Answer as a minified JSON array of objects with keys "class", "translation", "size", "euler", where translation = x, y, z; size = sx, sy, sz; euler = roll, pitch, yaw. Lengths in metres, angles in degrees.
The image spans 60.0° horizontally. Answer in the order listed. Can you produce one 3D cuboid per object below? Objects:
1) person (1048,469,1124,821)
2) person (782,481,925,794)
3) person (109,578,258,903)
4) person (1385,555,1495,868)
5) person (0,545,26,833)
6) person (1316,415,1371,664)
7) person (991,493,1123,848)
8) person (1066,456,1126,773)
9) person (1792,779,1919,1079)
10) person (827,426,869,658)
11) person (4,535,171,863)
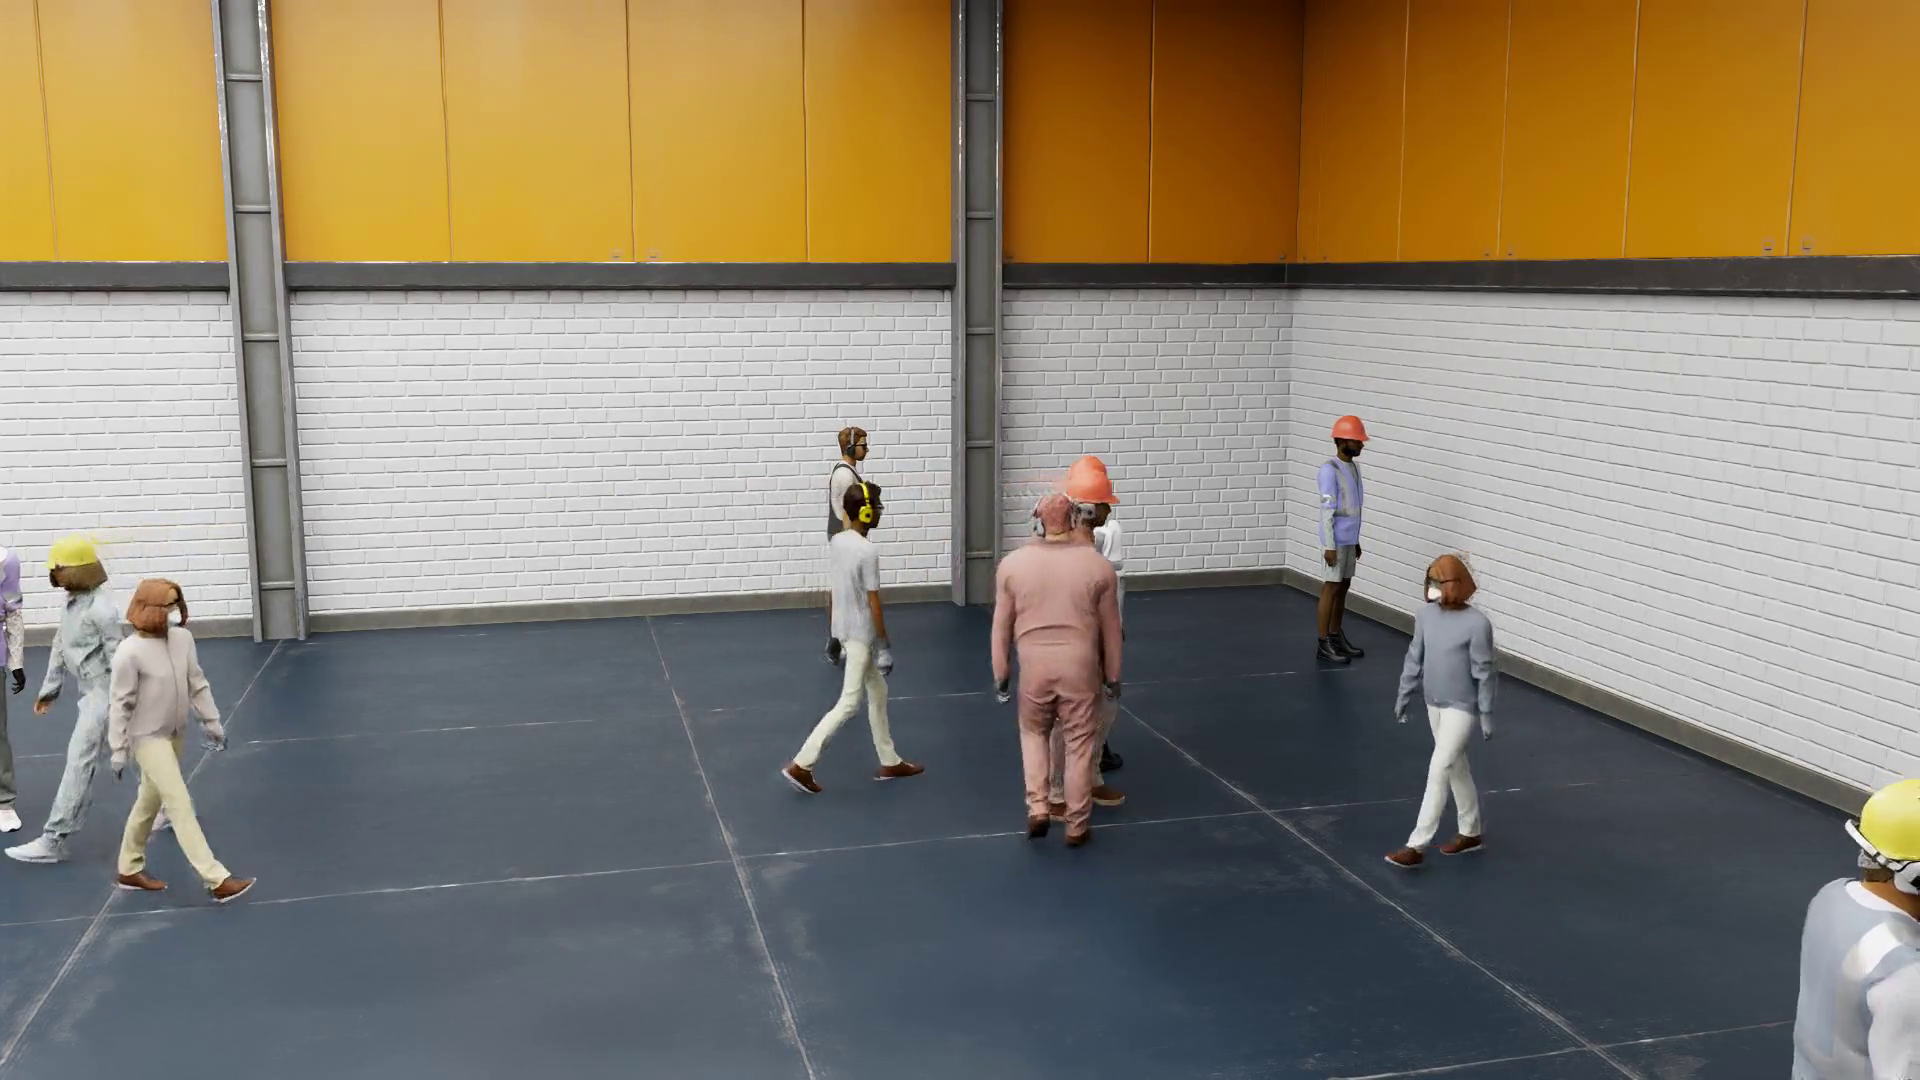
[{"class":"person","translation":[0.721,0.593,9.170],"size":[0.705,1.967,0.629],"euler":[0,9,-3]},{"class":"person","translation":[-0.638,0.572,9.747],"size":[0.921,1.832,0.531],"euler":[-5,10,-27]},{"class":"person","translation":[-3.775,0.967,8.009],"size":[0.877,1.584,0.519],"euler":[2,9,10]},{"class":"person","translation":[2.420,0.876,8.519],"size":[0.796,1.593,0.529],"euler":[-4,10,-25]},{"class":"person","translation":[-5.358,0.646,8.961],"size":[0.587,1.928,0.363],"euler":[-5,10,-28]},{"class":"person","translation":[3.008,-0.009,13.026],"size":[0.364,1.935,0.548],"euler":[6,11,35]},{"class":"person","translation":[0.517,0.692,8.807],"size":[0.686,1.881,0.403],"euler":[1,9,8]},{"class":"person","translation":[0.760,0.454,10.131],"size":[0.548,1.938,0.358],"euler":[5,10,28]},{"class":"person","translation":[2.305,1.483,4.126],"size":[0.443,1.827,0.607],"euler":[1,9,9]},{"class":"person","translation":[-0.879,0.017,13.193],"size":[0.342,1.839,0.501],"euler":[0,9,-2]},{"class":"person","translation":[-4.534,0.805,8.709],"size":[0.956,1.691,0.486],"euler":[-9,12,-43]}]
